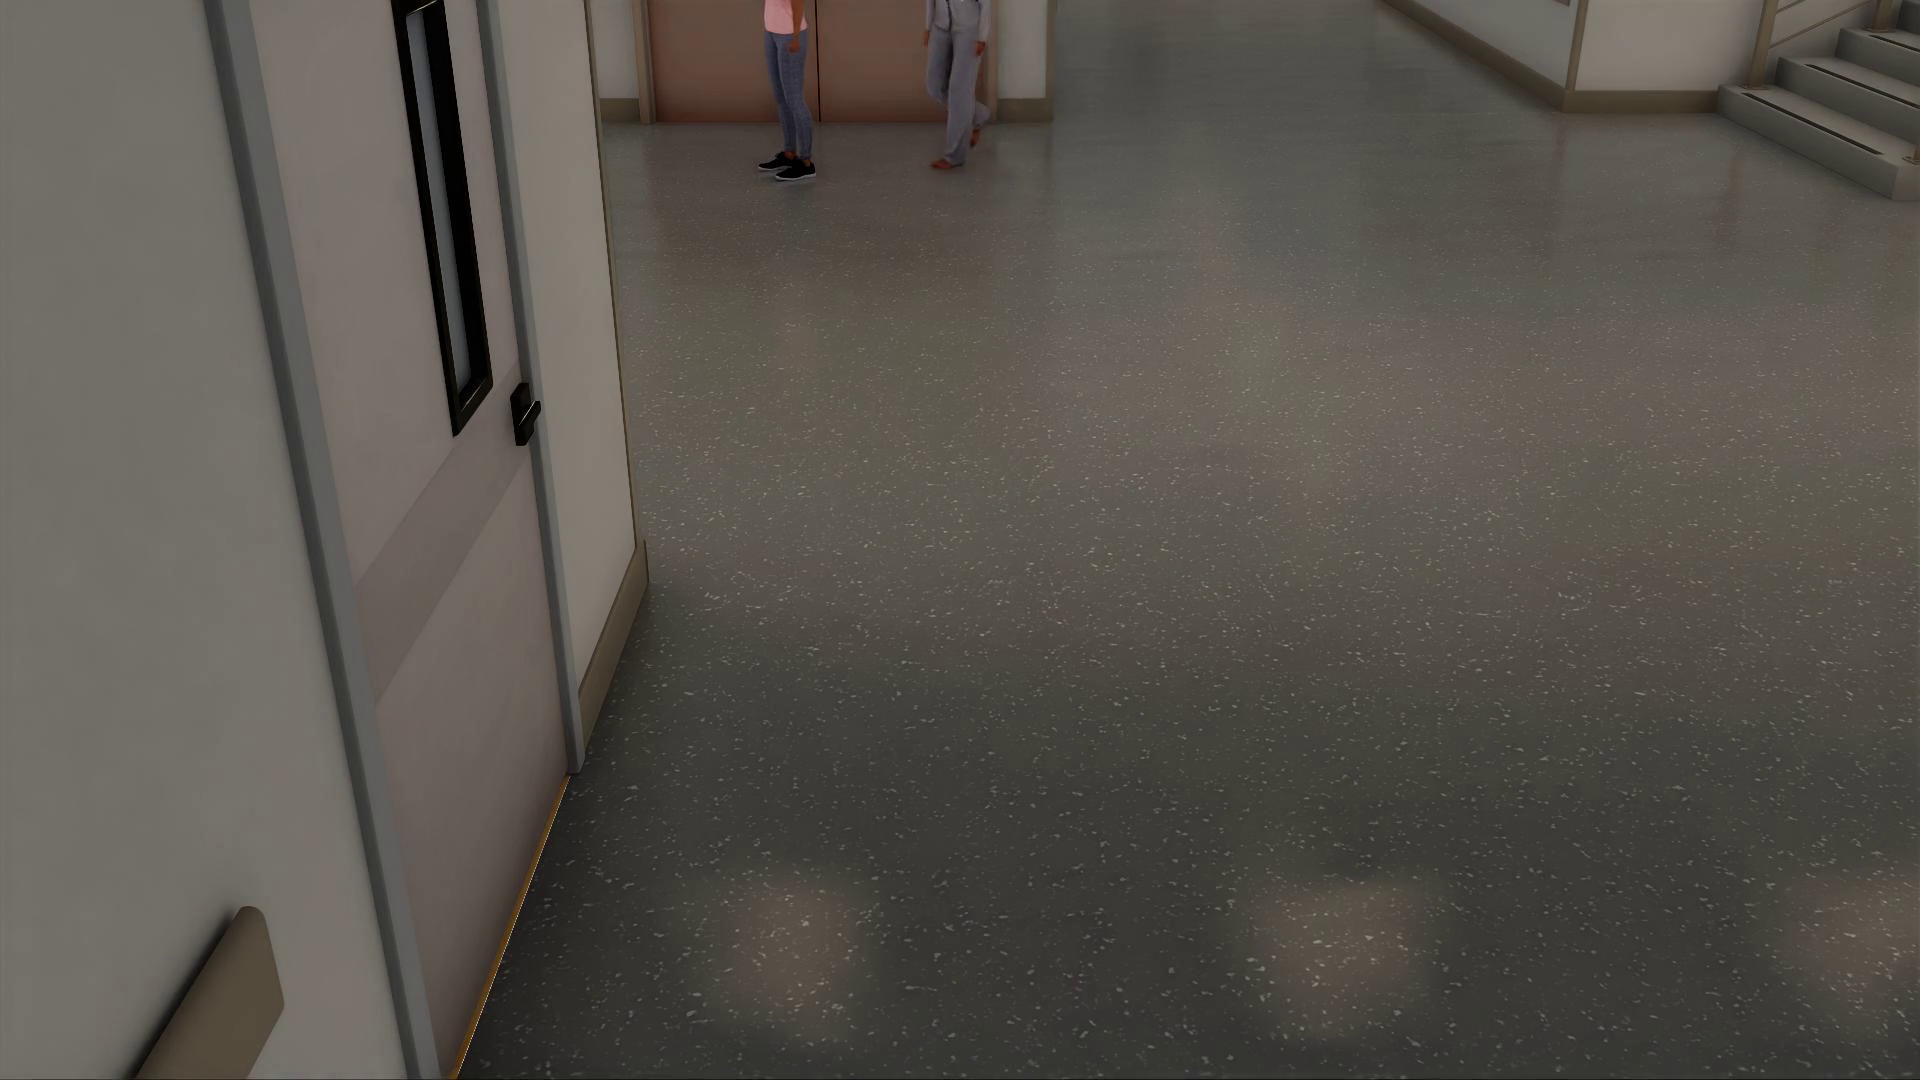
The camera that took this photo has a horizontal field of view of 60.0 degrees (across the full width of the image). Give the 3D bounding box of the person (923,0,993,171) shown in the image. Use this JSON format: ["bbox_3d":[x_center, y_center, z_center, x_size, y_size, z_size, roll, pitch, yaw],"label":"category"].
[{"bbox_3d":[0.049,-3.209,10.396,0.952,1.717,0.993,20,32,35],"label":"person"}]

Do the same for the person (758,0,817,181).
[{"bbox_3d":[-1.058,-3.087,10.133,0.636,1.725,0.628,-13,28,-24],"label":"person"}]
